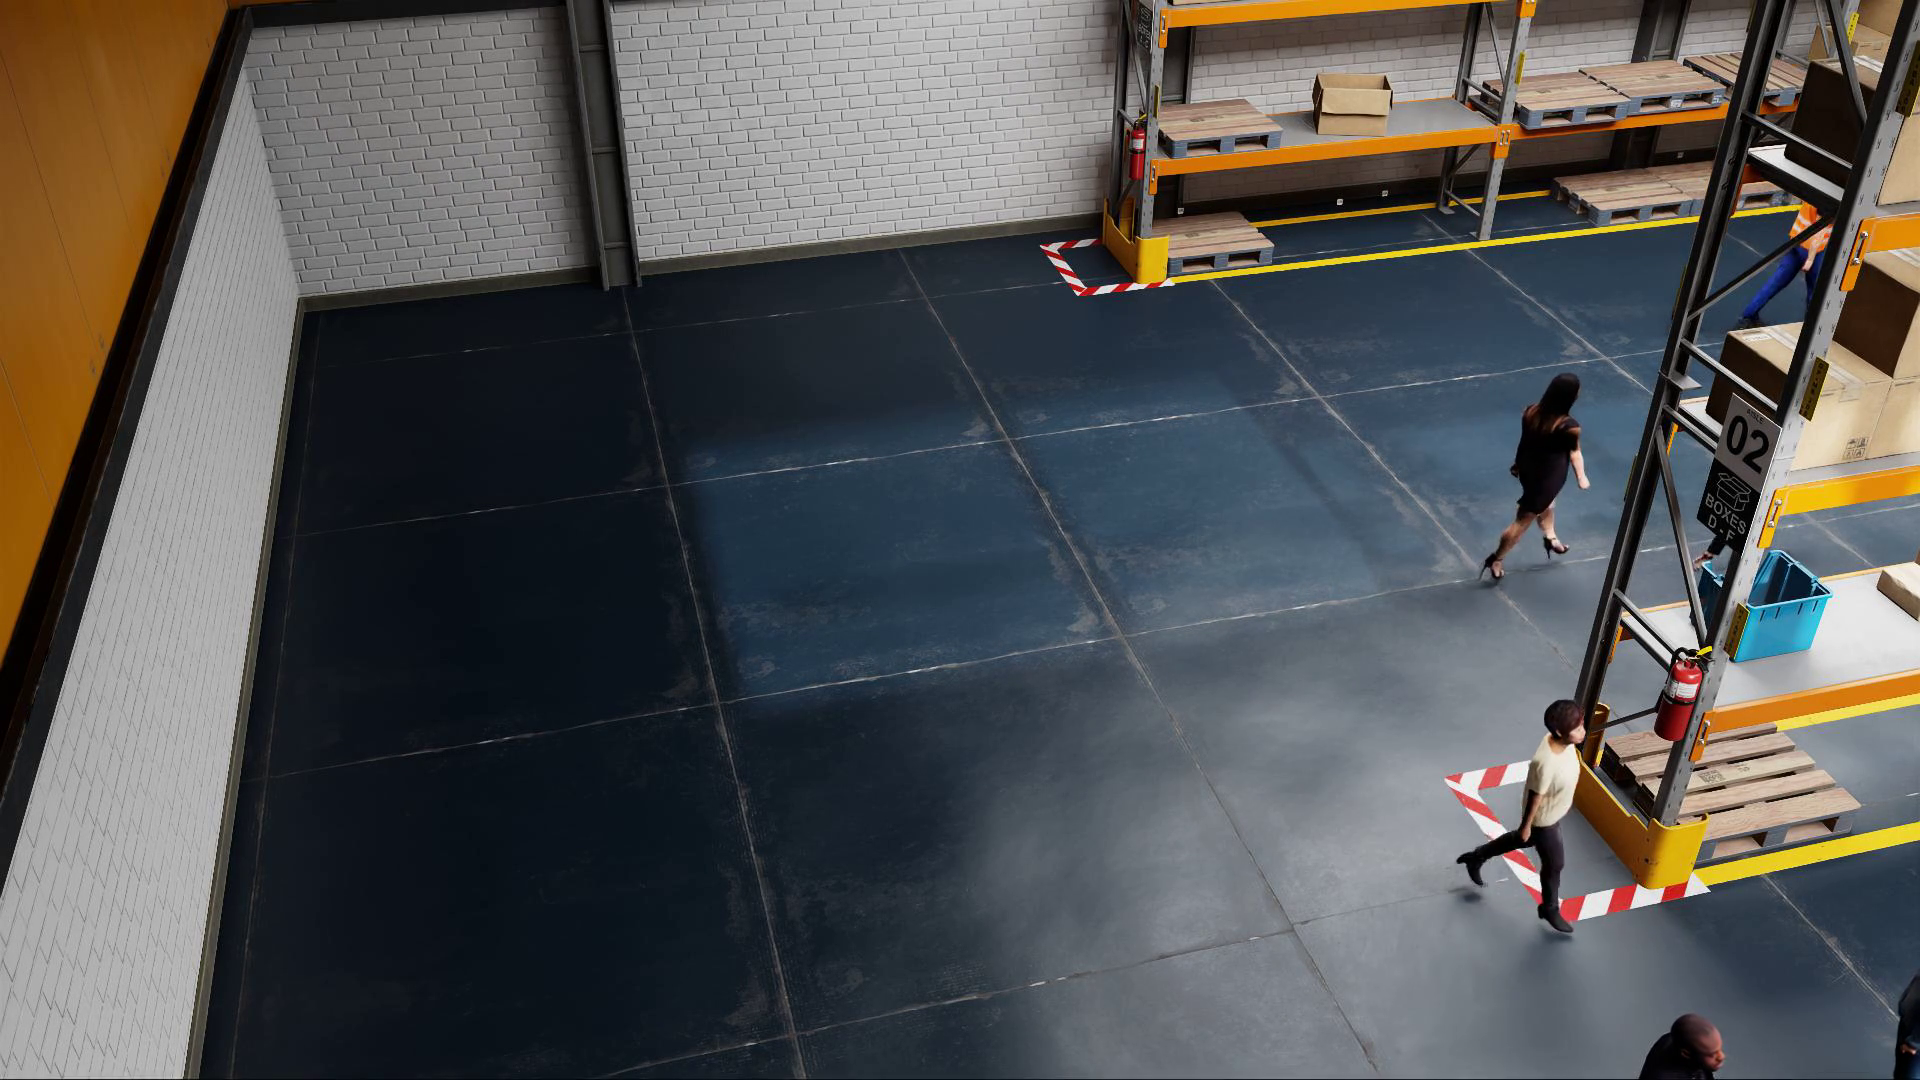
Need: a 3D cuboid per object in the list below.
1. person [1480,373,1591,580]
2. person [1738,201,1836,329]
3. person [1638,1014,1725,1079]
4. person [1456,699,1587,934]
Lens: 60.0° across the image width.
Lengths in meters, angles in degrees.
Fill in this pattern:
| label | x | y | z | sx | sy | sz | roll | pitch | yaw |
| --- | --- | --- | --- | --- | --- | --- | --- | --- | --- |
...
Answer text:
| label | x | y | z | sx | sy | sz | roll | pitch | yaw |
| --- | --- | --- | --- | --- | --- | --- | --- | --- | --- |
| person | 4.295 | -0.413 | 12.486 | 1.090 | 1.660 | 0.716 | -11 | 35 | -17 |
| person | 8.029 | -2.803 | 15.912 | 1.268 | 1.848 | 0.941 | 3 | 34 | 4 |
| person | 3.128 | 2.791 | 7.522 | 0.844 | 1.818 | 0.773 | 20 | 38 | 27 |
| person | 3.309 | 1.549 | 9.628 | 1.029 | 1.557 | 0.997 | 20 | 39 | 27 |
